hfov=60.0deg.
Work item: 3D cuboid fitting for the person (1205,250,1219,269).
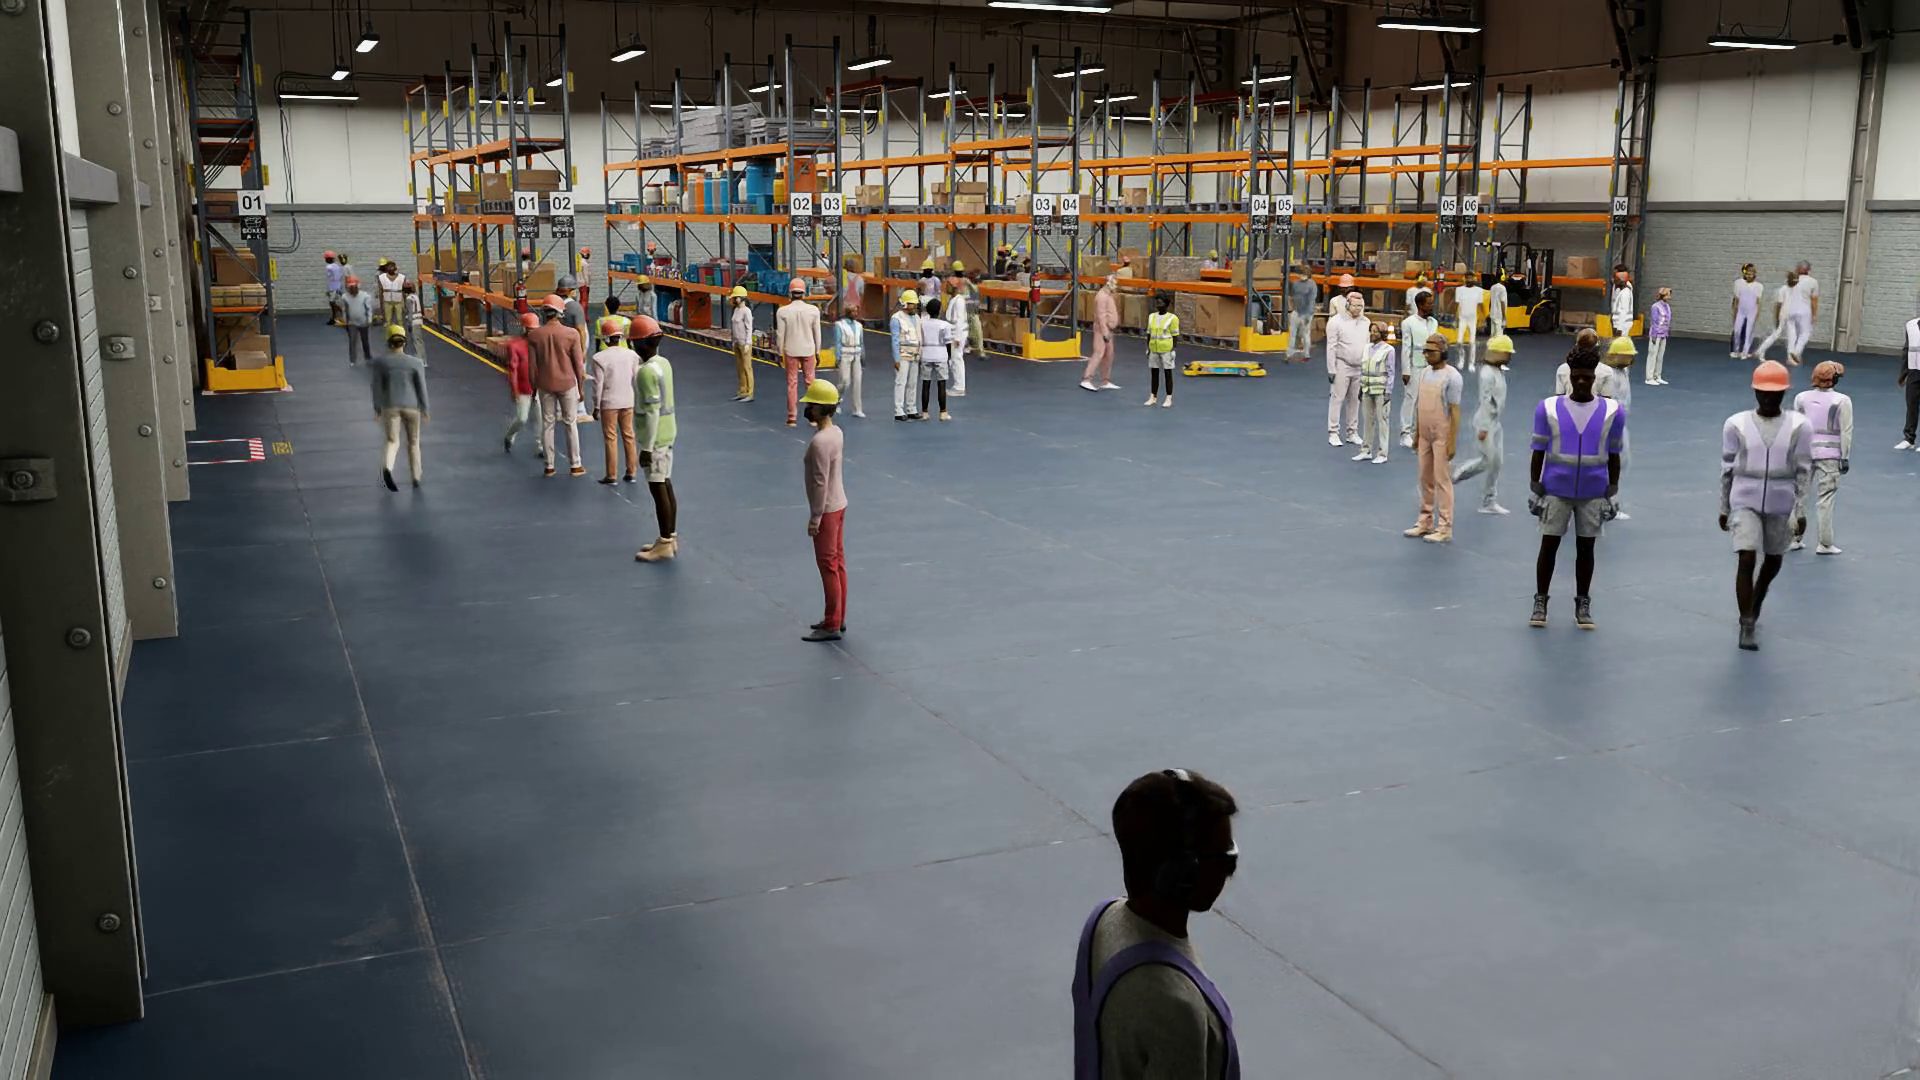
[{"bbox_3d":[7.350,-7.525,48.356,0.428,1.809,0.619,10,15,41],"label":"person"}]

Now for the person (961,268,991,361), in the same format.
[{"bbox_3d":[0.156,-4.432,32.651,0.914,1.811,0.559,8,13,34],"label":"person"}]

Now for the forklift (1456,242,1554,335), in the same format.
[{"bbox_3d":[13.047,-6.049,39.881,2.313,2.155,1.214,-5,12,-23],"label":"forklift"}]

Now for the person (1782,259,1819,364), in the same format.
[{"bbox_3d":[15.927,-4.333,31.552,0.588,2.000,0.694,-9,14,-39],"label":"person"}]

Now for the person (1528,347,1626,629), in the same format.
[{"bbox_3d":[4.258,-0.356,11.526,0.610,1.964,0.365,3,12,15],"label":"person"}]

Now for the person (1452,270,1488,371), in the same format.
[{"bbox_3d":[9.317,-3.990,30.340,0.643,1.847,0.403,3,12,14],"label":"person"}]

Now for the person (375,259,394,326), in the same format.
[{"bbox_3d":[-14.526,-6.227,42.050,0.506,1.696,0.896,-3,11,-14],"label":"person"}]

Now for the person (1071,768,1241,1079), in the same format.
[{"bbox_3d":[0.388,1.336,3.247,0.345,1.845,0.508,-3,11,-14],"label":"person"}]

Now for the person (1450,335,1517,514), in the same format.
[{"bbox_3d":[5.020,-1.116,16.006,0.579,1.714,0.508,7,13,33],"label":"person"}]

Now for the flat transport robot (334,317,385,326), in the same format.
[{"bbox_3d":[-15.341,-5.629,42.651,0.652,0.197,1.431,3,12,14],"label":"flat transport robot"}]

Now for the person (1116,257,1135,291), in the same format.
[{"bbox_3d":[4.407,-6.703,44.457,0.574,1.710,0.902,-6,13,-30],"label":"person"}]

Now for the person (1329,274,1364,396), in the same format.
[{"bbox_3d":[6.053,-3.207,26.131,0.539,1.929,0.385,5,12,22],"label":"person"}]

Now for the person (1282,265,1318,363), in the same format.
[{"bbox_3d":[6.486,-4.301,31.800,0.910,1.877,0.705,-11,15,-43],"label":"person"}]

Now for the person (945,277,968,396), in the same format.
[{"bbox_3d":[-0.059,-3.211,26.280,0.354,1.876,0.577,-2,11,-12],"label":"person"}]

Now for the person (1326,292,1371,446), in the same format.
[{"bbox_3d":[4.844,-2.118,20.650,0.639,1.903,0.409,-5,12,-23],"label":"person"}]

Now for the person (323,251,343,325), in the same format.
[{"bbox_3d":[-16.004,-6.456,42.668,0.697,1.914,0.562,2,11,9],"label":"person"}]

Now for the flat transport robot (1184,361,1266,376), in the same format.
[{"bbox_3d":[4.709,-3.061,29.599,1.431,0.197,0.652,2,11,8],"label":"flat transport robot"}]

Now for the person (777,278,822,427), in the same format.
[{"bbox_3d":[-2.176,-2.530,22.503,0.608,1.996,0.381,-3,11,-13],"label":"person"}]

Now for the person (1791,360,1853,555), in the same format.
[{"bbox_3d":[7.281,-0.695,14.087,0.308,1.640,0.510,-7,13,-33],"label":"person"}]

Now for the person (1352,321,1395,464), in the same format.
[{"bbox_3d":[4.803,-1.707,19.217,0.308,1.645,0.517,-7,13,-31],"label":"person"}]

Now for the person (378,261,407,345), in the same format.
[{"bbox_3d":[-12.380,-5.174,36.332,0.572,1.840,0.373,-3,12,-17],"label":"person"}]

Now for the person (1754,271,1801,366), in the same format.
[{"bbox_3d":[15.619,-4.220,31.622,0.530,1.807,0.931,-4,12,-21],"label":"person"}]

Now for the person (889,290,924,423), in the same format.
[{"bbox_3d":[-0.717,-2.535,22.971,0.403,1.824,0.593,8,14,36],"label":"person"}]

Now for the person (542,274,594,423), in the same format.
[{"bbox_3d":[-5.390,-2.650,22.999,0.683,2.000,0.536,7,13,32],"label":"person"}]

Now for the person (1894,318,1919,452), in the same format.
[{"bbox_3d":[11.691,-2.021,20.144,0.397,1.911,0.588,-6,12,-27],"label":"person"}]

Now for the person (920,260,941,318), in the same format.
[{"bbox_3d":[-0.630,-4.694,33.678,0.367,1.927,0.584,-11,15,-43],"label":"person"}]

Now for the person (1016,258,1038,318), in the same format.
[{"bbox_3d":[1.495,-5.349,37.143,0.513,1.876,0.328,-4,12,-21],"label":"person"}]

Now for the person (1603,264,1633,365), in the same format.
[{"bbox_3d":[12.425,-4.216,31.275,0.389,1.916,0.590,0,11,-1],"label":"person"}]

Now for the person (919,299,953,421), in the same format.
[{"bbox_3d":[-0.356,-2.491,23.069,0.535,1.697,0.318,3,12,15],"label":"person"}]

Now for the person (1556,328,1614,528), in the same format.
[{"bbox_3d":[5.628,-0.985,15.034,0.508,1.847,0.345,8,14,34],"label":"person"}]

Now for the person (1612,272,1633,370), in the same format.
[{"bbox_3d":[11.365,-3.665,28.587,0.362,1.879,0.582,4,12,20],"label":"person"}]

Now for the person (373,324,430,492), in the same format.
[{"bbox_3d":[-5.813,-1.365,17.265,0.557,1.729,0.754,-2,11,-11],"label":"person"}]
